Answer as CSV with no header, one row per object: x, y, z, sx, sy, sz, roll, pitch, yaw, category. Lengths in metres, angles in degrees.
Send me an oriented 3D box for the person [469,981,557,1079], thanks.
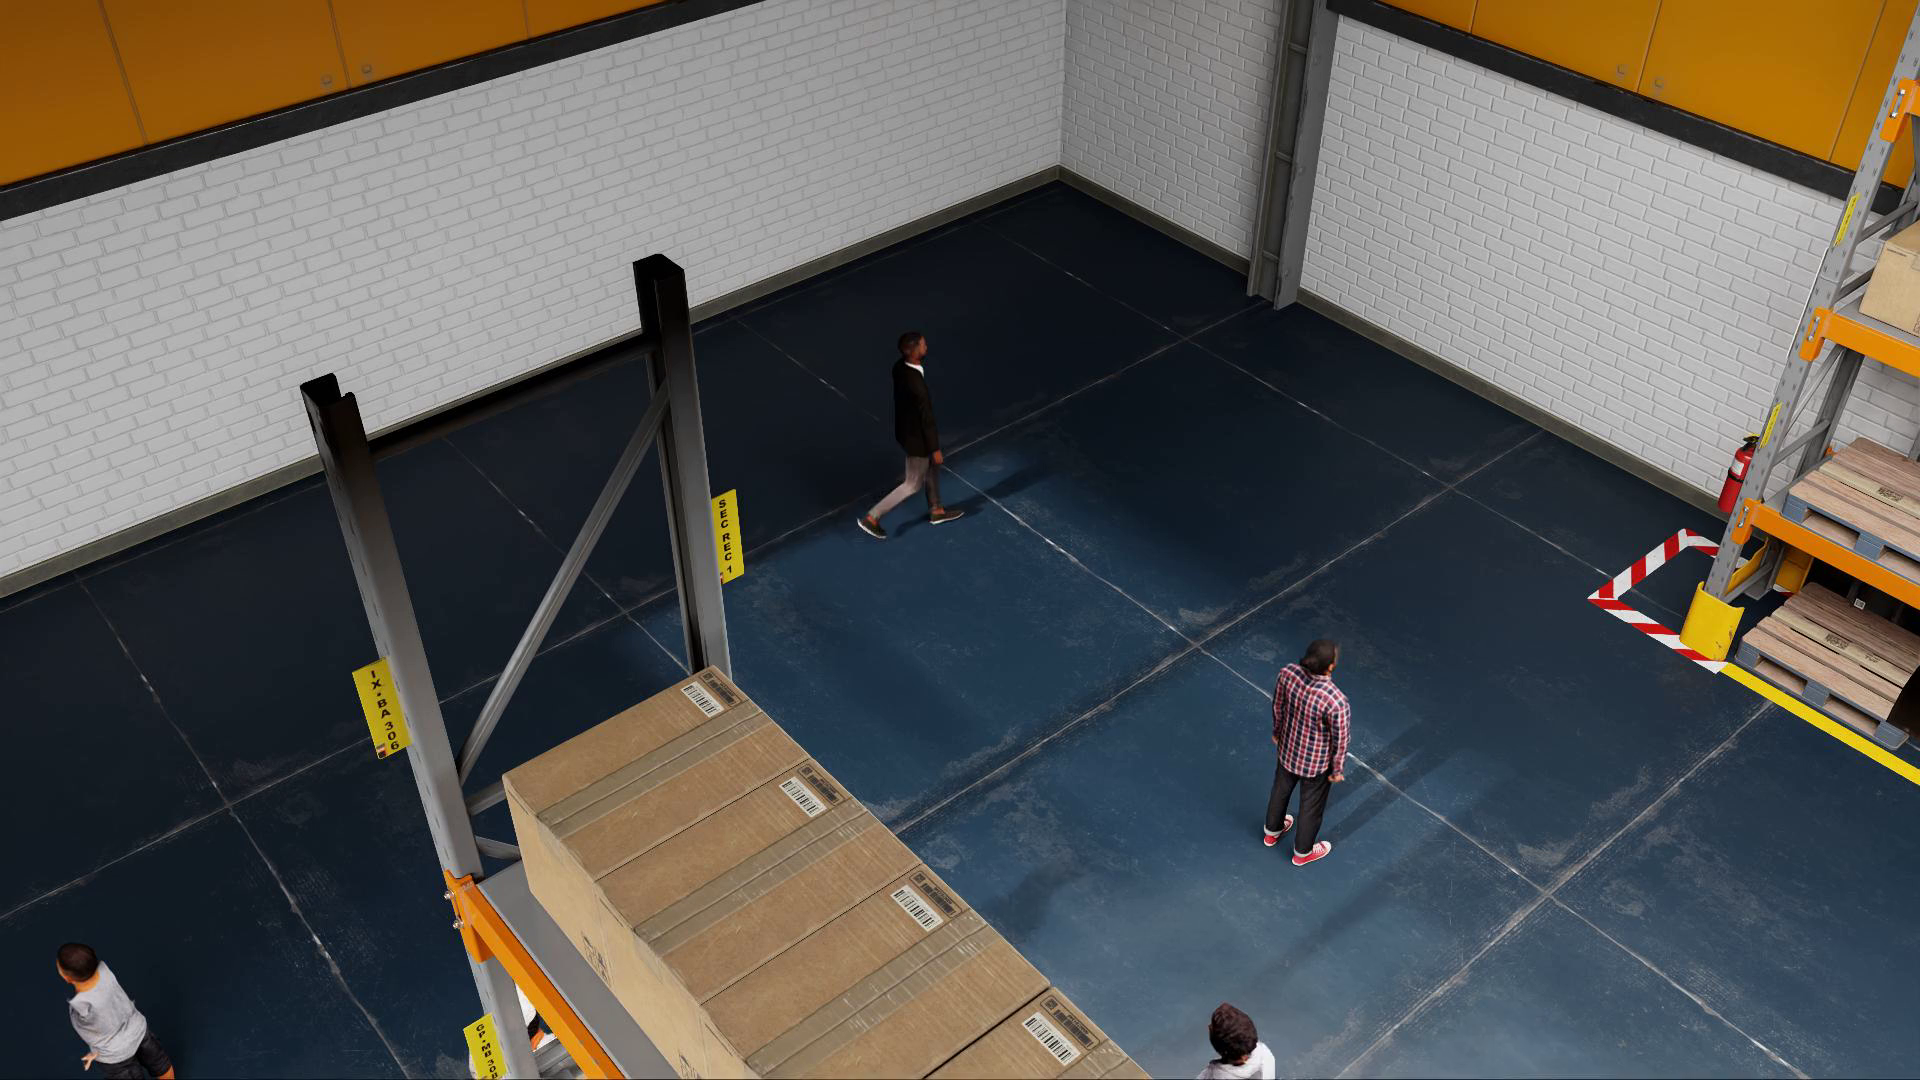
-2.075,2.846,8.020,1.131,1.872,1.157,6,39,7,person

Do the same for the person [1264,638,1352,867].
2.105,1.268,10.084,0.754,1.762,0.542,-31,48,-33,person

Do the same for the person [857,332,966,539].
-0.406,-0.742,12.589,1.032,1.776,1.169,-11,40,-13,person

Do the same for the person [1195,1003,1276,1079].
1.312,2.931,7.882,0.678,1.911,0.722,28,47,31,person

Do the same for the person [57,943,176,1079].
-4.433,2.554,8.718,0.688,1.456,0.653,8,39,10,person
